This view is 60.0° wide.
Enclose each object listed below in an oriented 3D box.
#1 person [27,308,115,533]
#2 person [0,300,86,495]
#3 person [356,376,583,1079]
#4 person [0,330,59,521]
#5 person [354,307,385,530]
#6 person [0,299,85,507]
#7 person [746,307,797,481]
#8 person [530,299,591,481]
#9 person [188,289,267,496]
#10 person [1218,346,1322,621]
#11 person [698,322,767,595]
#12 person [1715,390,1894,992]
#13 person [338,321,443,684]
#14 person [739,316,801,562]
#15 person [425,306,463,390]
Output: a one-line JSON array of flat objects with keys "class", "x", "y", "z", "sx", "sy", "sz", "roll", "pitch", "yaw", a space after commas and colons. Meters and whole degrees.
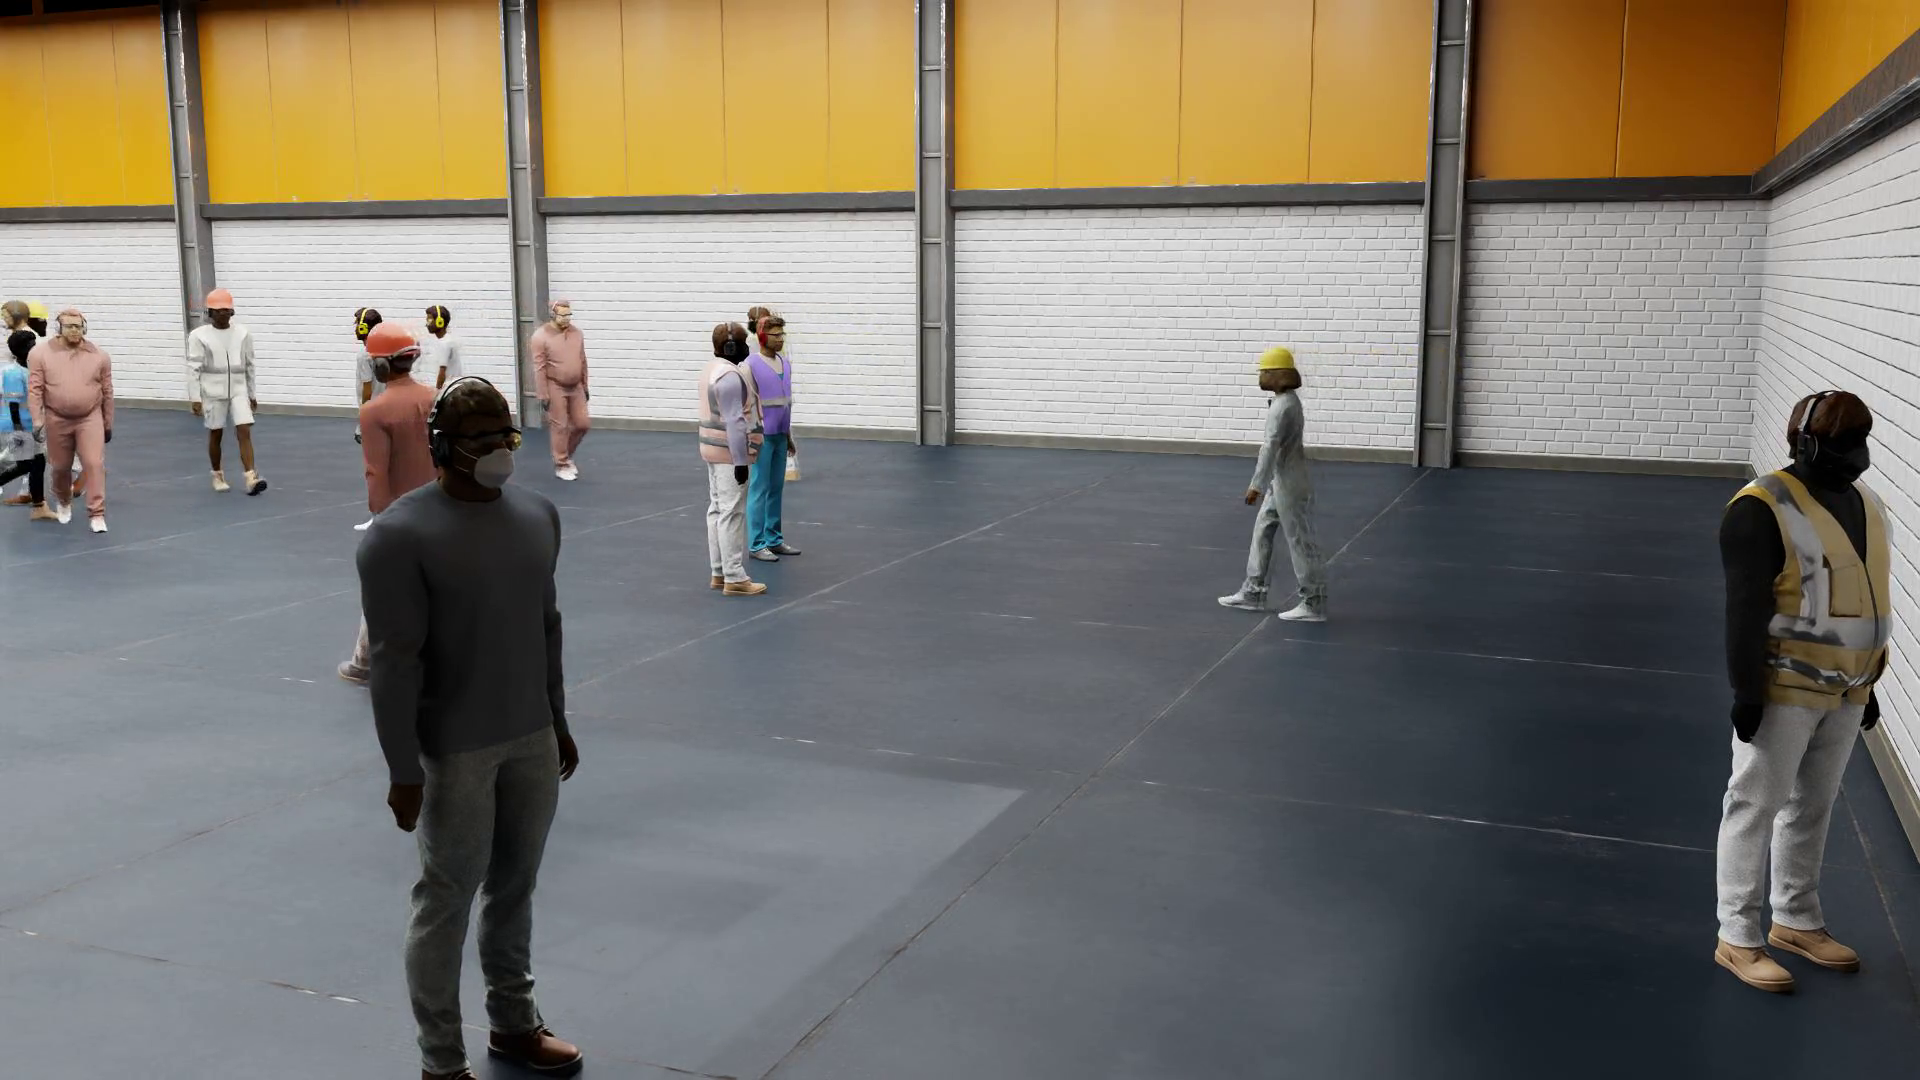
[{"class": "person", "x": -7.484, "y": -1.019, "z": 14.031, "sx": 0.646, "sy": 1.874, "sz": 0.880, "roll": -5, "pitch": 11, "yaw": -30}, {"class": "person", "x": -8.988, "y": -1.358, "z": 16.031, "sx": 0.865, "sy": 1.898, "sz": 0.594, "roll": -1, "pitch": 9, "yaw": -3}, {"class": "person", "x": -1.263, "y": 0.536, "z": 4.398, "sx": 0.356, "sy": 1.938, "sz": 0.638, "roll": 5, "pitch": 11, "yaw": 30}, {"class": "person", "x": -8.155, "y": -0.957, "z": 14.313, "sx": 0.625, "sy": 1.646, "sz": 0.543, "roll": -2, "pitch": 10, "yaw": -13}, {"class": "person", "x": -4.941, "y": -1.014, "z": 14.004, "sx": 0.328, "sy": 1.872, "sz": 0.514, "roll": 1, "pitch": 9, "yaw": 6}, {"class": "person", "x": -8.487, "y": -1.259, "z": 15.333, "sx": 0.677, "sy": 1.920, "sz": 0.644, "roll": -5, "pitch": 11, "yaw": -27}, {"class": "person", "x": -2.103, "y": -1.510, "z": 17.235, "sx": 0.976, "sy": 1.789, "sz": 0.642, "roll": 2, "pitch": 10, "yaw": 14}, {"class": "person", "x": -4.095, "y": -1.546, "z": 17.182, "sx": 0.419, "sy": 1.883, "sz": 0.692, "roll": 8, "pitch": 12, "yaw": 40}, {"class": "person", "x": -7.073, "y": -1.414, "z": 16.053, "sx": 0.646, "sy": 1.986, "sz": 1.025, "roll": -8, "pitch": 12, "yaw": -39}, {"class": "person", "x": 1.944, "y": -0.347, "z": 10.438, "sx": 0.780, "sy": 1.709, "sz": 0.500, "roll": 3, "pitch": 10, "yaw": 16}, {"class": "person", "x": -1.545, "y": -0.553, "z": 11.293, "sx": 0.430, "sy": 1.845, "sz": 0.619, "roll": -4, "pitch": 10, "yaw": -22}, {"class": "person", "x": 2.634, "y": 0.458, "z": 5.167, "sx": 0.619, "sy": 1.845, "sz": 0.430, "roll": -5, "pitch": 10, "yaw": -26}, {"class": "person", "x": -2.836, "y": -0.163, "z": 8.660, "sx": 1.040, "sy": 1.946, "sz": 0.620, "roll": 6, "pitch": 11, "yaw": 33}, {"class": "person", "x": -1.458, "y": -0.769, "z": 12.598, "sx": 0.386, "sy": 1.843, "sz": 0.567, "roll": 5, "pitch": 10, "yaw": 26}, {"class": "person", "x": -5.121, "y": -1.378, "z": 16.338, "sx": 0.960, "sy": 1.820, "sz": 0.544, "roll": -4, "pitch": 10, "yaw": -23}]
